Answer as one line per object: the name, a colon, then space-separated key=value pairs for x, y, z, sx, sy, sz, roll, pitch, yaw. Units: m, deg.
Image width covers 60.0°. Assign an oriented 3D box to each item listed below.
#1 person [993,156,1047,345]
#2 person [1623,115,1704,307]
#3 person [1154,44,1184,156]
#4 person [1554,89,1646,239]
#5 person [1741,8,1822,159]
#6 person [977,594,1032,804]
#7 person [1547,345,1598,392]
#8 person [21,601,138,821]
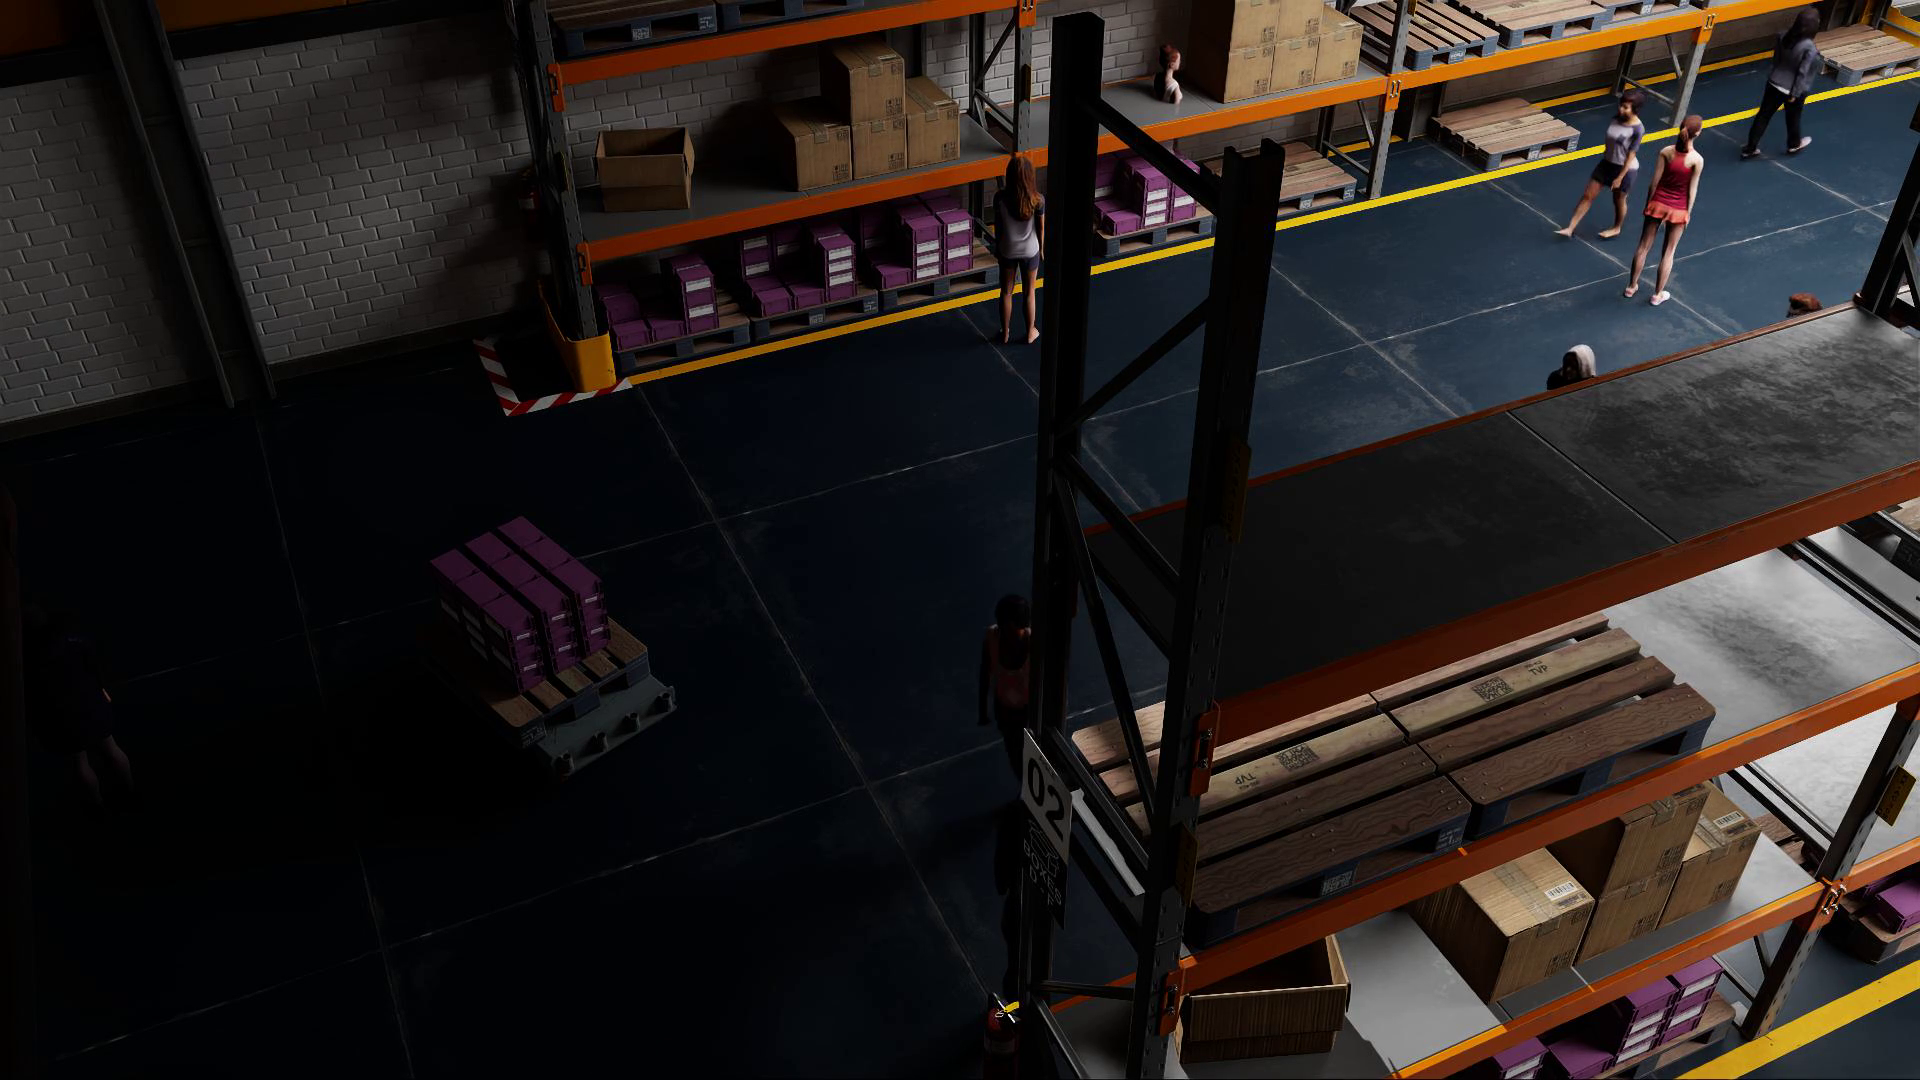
person: x=0.500 y=-2.455 z=14.130 sx=0.649 sy=1.735 sz=0.744 roll=5 pitch=39 yaw=6
person: x=6.259 y=-2.928 z=14.709 sx=0.646 sy=1.752 sz=0.663 roll=27 pitch=46 yaw=29
person: x=1.913 y=-3.856 z=15.838 sx=0.488 sy=1.793 sz=0.544 roll=-16 pitch=41 yaw=-19
person: x=6.233 y=-3.511 z=15.617 sx=0.935 sy=1.530 sz=0.569 roll=-15 pitch=41 yaw=-18
person: x=8.381 y=-4.618 z=16.977 sx=0.975 sy=1.562 sz=0.658 roll=-17 pitch=42 yaw=-20
person: x=0.384 y=0.939 z=9.888 sx=0.730 sy=1.725 sz=0.778 roll=15 pitch=41 yaw=18
person: x=4.334 y=-0.672 z=11.913 sx=1.076 sy=1.716 sz=0.788 roll=-32 pitch=48 yaw=-33
person: x=-5.277 y=1.003 z=9.853 sx=0.822 sy=1.671 sz=0.710 roll=32 pitch=48 yaw=33
